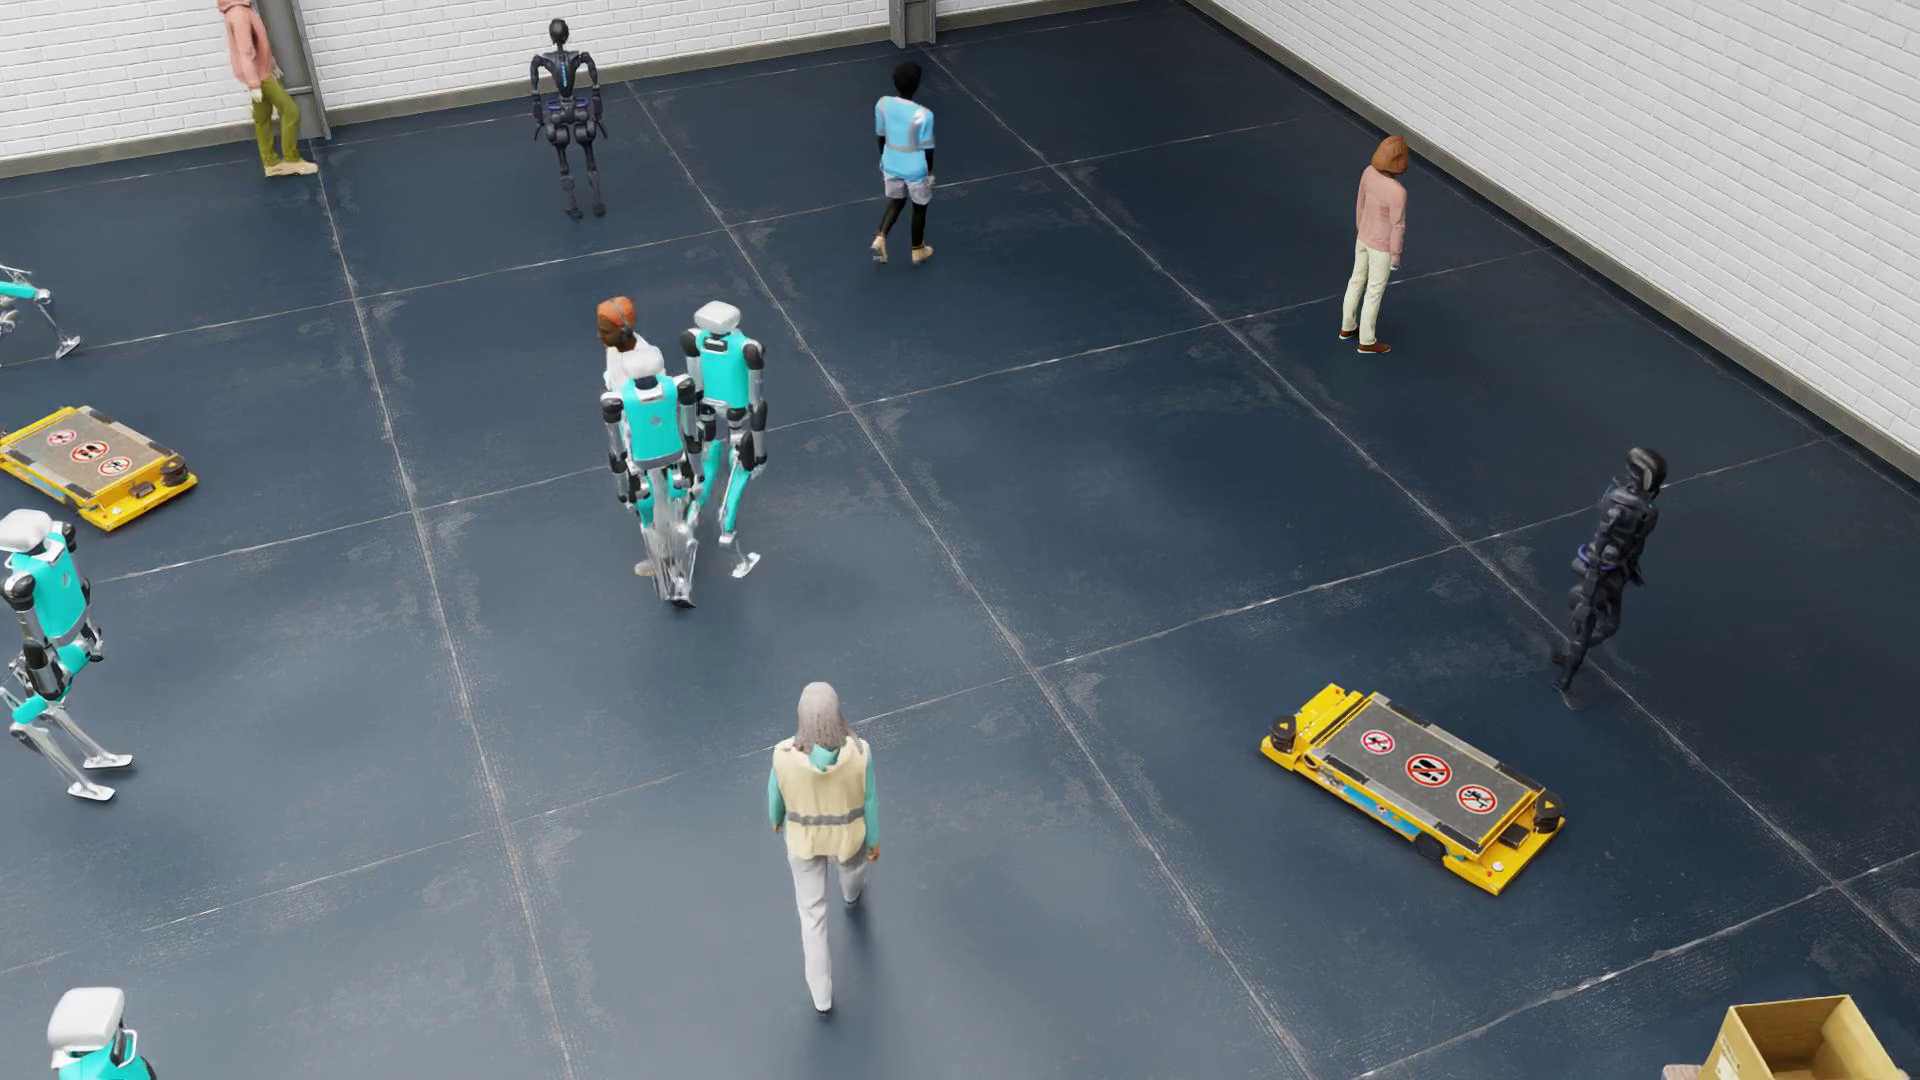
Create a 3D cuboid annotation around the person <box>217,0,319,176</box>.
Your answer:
[{"bbox_3d":[-5.870,-3.974,14.171,0.601,1.818,0.568,-12,39,-16],"label":"person"}]

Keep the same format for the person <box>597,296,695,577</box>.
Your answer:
[{"bbox_3d":[-1.788,-0.633,9.783,0.529,1.870,0.593,-25,44,-28],"label":"person"}]

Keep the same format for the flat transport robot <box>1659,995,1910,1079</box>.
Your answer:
[{"bbox_3d":[3.380,2.811,6.614,1.431,0.231,0.659,1,38,1],"label":"flat transport robot"}]

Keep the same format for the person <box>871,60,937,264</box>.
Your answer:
[{"bbox_3d":[-0.438,-2.861,12.838,0.544,1.680,0.549,22,43,26],"label":"person"}]

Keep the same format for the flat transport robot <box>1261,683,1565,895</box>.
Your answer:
[{"bbox_3d":[2.346,1.239,8.661,1.431,0.231,0.659,31,47,34],"label":"flat transport robot"}]

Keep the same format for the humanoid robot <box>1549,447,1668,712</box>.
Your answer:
[{"bbox_3d":[3.430,0.187,8.875,0.347,1.650,0.609,31,47,34],"label":"humanoid robot"}]

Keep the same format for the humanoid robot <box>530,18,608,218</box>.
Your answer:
[{"bbox_3d":[-3.201,-3.431,13.580,0.602,1.647,0.314,-11,39,-13],"label":"humanoid robot"}]

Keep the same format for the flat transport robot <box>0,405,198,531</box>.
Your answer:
[{"bbox_3d":[-5.752,-0.515,10.943,1.431,0.231,0.659,23,43,27],"label":"flat transport robot"}]

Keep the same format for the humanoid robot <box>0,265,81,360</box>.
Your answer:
[{"bbox_3d":[-6.753,-1.959,11.649,0.983,1.773,0.540,-19,41,-23],"label":"humanoid robot"}]

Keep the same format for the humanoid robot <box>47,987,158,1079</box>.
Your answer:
[{"bbox_3d":[-2.762,2.304,6.165,0.709,1.909,0.558,-11,39,-14],"label":"humanoid robot"}]

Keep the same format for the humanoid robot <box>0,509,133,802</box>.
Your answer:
[{"bbox_3d":[-4.598,0.572,8.258,0.712,1.718,0.534,2,38,2],"label":"humanoid robot"}]

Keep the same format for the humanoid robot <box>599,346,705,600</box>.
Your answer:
[{"bbox_3d":[-1.781,-0.395,9.619,0.544,1.841,0.692,-15,40,-19],"label":"humanoid robot"}]

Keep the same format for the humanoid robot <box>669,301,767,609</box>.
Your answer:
[{"bbox_3d":[-1.494,-0.395,9.626,0.567,1.802,0.952,17,41,21],"label":"humanoid robot"}]

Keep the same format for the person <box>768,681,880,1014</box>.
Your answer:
[{"bbox_3d":[-0.609,1.285,7.458,0.487,1.658,0.916,-3,38,-4],"label":"person"}]

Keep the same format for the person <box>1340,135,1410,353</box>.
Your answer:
[{"bbox_3d":[2.992,-2.116,11.903,0.283,1.636,0.500,-14,40,-18],"label":"person"}]
